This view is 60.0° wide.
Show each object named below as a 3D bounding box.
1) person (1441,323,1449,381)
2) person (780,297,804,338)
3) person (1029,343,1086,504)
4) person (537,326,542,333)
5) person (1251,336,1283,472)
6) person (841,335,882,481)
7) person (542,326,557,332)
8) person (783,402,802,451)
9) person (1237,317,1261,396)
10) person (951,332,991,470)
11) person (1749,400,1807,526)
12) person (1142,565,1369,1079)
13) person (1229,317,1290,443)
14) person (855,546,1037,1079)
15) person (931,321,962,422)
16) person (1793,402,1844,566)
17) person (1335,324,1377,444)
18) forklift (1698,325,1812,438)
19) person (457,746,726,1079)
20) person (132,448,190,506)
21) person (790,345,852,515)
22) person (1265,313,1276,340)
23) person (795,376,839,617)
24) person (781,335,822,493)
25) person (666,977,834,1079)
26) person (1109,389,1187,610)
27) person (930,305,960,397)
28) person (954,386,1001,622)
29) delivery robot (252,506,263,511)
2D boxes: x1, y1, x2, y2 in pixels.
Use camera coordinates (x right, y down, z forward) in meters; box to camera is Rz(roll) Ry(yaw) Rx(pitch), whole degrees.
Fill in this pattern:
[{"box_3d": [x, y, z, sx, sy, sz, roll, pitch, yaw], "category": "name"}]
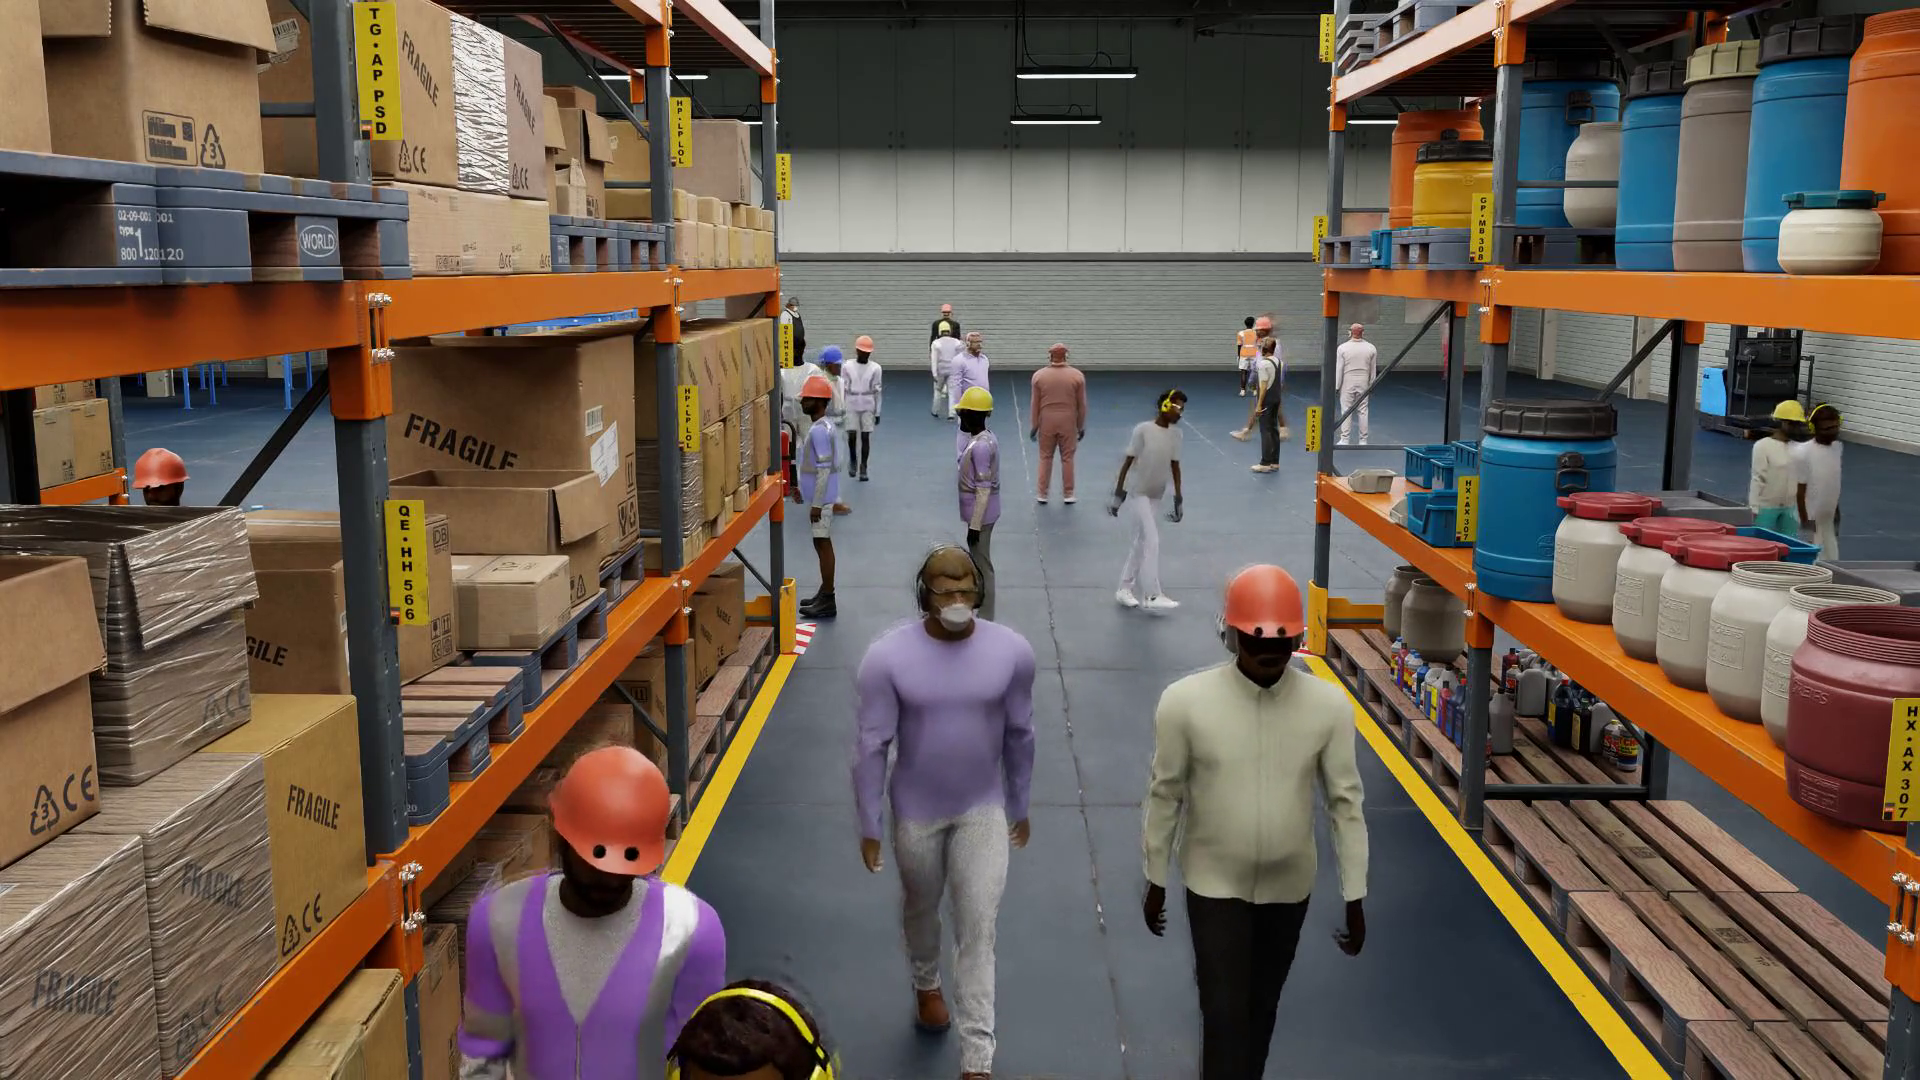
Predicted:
[{"box_3d": [11.933, -4.756, 40.376, 0.542, 1.750, 0.536, 9, 13, 43], "category": "person"}, {"box_3d": [-4.033, -4.873, 40.364, 0.536, 2.000, 0.672, 4, 10, 23], "category": "person"}, {"box_3d": [1.155, -1.376, 19.696, 0.661, 1.908, 0.402, 1, 10, 6], "category": "person"}, {"box_3d": [-10.156, -4.714, 40.503, 0.289, 1.632, 0.498, 2, 10, 13], "category": "person"}, {"box_3d": [4.214, -1.858, 22.759, 0.329, 1.844, 0.517, 8, 13, 41], "category": "person"}, {"box_3d": [-1.302, -1.720, 21.744, 0.576, 1.906, 0.505, -1, 10, -6], "category": "person"}, {"box_3d": [-9.705, -4.670, 39.332, 0.372, 1.936, 0.629, 1, 9, 3], "category": "person"}, {"box_3d": [-2.602, -2.154, 25.036, 0.537, 1.683, 0.379, 7, 12, 35], "category": "person"}, {"box_3d": [6.179, -3.923, 35.570, 0.537, 1.696, 0.321, 1, 10, 4], "category": "person"}, {"box_3d": [0.185, -1.871, 22.656, 0.641, 1.908, 0.407, -9, 13, -44], "category": "person"}, {"box_3d": [6.608, -0.265, 13.481, 0.563, 1.753, 0.542, -3, 10, -19], "category": "person"}, {"box_3d": [0.907, 1.058, 4.936, 0.653, 1.955, 0.932, -1, 10, -6], "category": "person"}, {"box_3d": [4.817, -2.545, 26.466, 1.072, 1.981, 0.633, -1, 10, -9], "category": "person"}, {"box_3d": [-0.045, 0.948, 5.839, 0.645, 1.886, 1.049, -1, 10, -7], "category": "person"}, {"box_3d": [-0.269, -3.040, 30.010, 0.598, 1.784, 0.923, -2, 10, -14], "category": "person"}, {"box_3d": [6.415, -0.149, 12.582, 0.569, 1.825, 0.569, -5, 11, -28], "category": "person"}, {"box_3d": [6.114, -2.397, 25.803, 0.653, 1.906, 0.405, -1, 10, -6], "category": "person"}, {"box_3d": [13.248, -3.165, 27.620, 1.129, 2.768, 1.873, 0, 9, 1], "category": "forklift"}, {"box_3d": [-0.779, 1.311, 3.691, 0.594, 1.896, 0.846, 1, 10, 5], "category": "person"}, {"box_3d": [-3.940, 0.502, 8.342, 0.543, 1.939, 0.360, -1, 10, -6], "category": "person"}, {"box_3d": [-1.564, -1.249, 18.848, 0.666, 1.929, 0.622, 4, 10, 22], "category": "person"}, {"box_3d": [7.463, -4.652, 40.107, 0.315, 1.641, 0.515, -1, 10, -5], "category": "person"}, {"box_3d": [-1.155, -0.361, 13.501, 0.340, 1.942, 0.551, 0, 9, -2], "category": "person"}, {"box_3d": [-1.985, -1.539, 20.489, 0.610, 1.963, 0.365, 3, 10, 16], "category": "person"}, {"box_3d": [-0.290, 1.533, 2.476, 0.560, 1.831, 0.938, 1, 10, 8], "category": "person"}, {"box_3d": [1.603, -0.329, 13.681, 0.601, 1.812, 0.810, -8, 12, -39], "category": "person"}, {"box_3d": [-0.326, -4.047, 35.568, 0.635, 1.947, 0.989, -1, 10, -8], "category": "person"}, {"box_3d": [0.128, -0.189, 12.507, 0.355, 1.930, 0.587, 0, 9, -1], "category": "person"}, {"box_3d": [-6.672, -0.082, 15.826, 0.477, 0.478, 0.707, -4, 10, -21], "category": "delivery robot"}]
